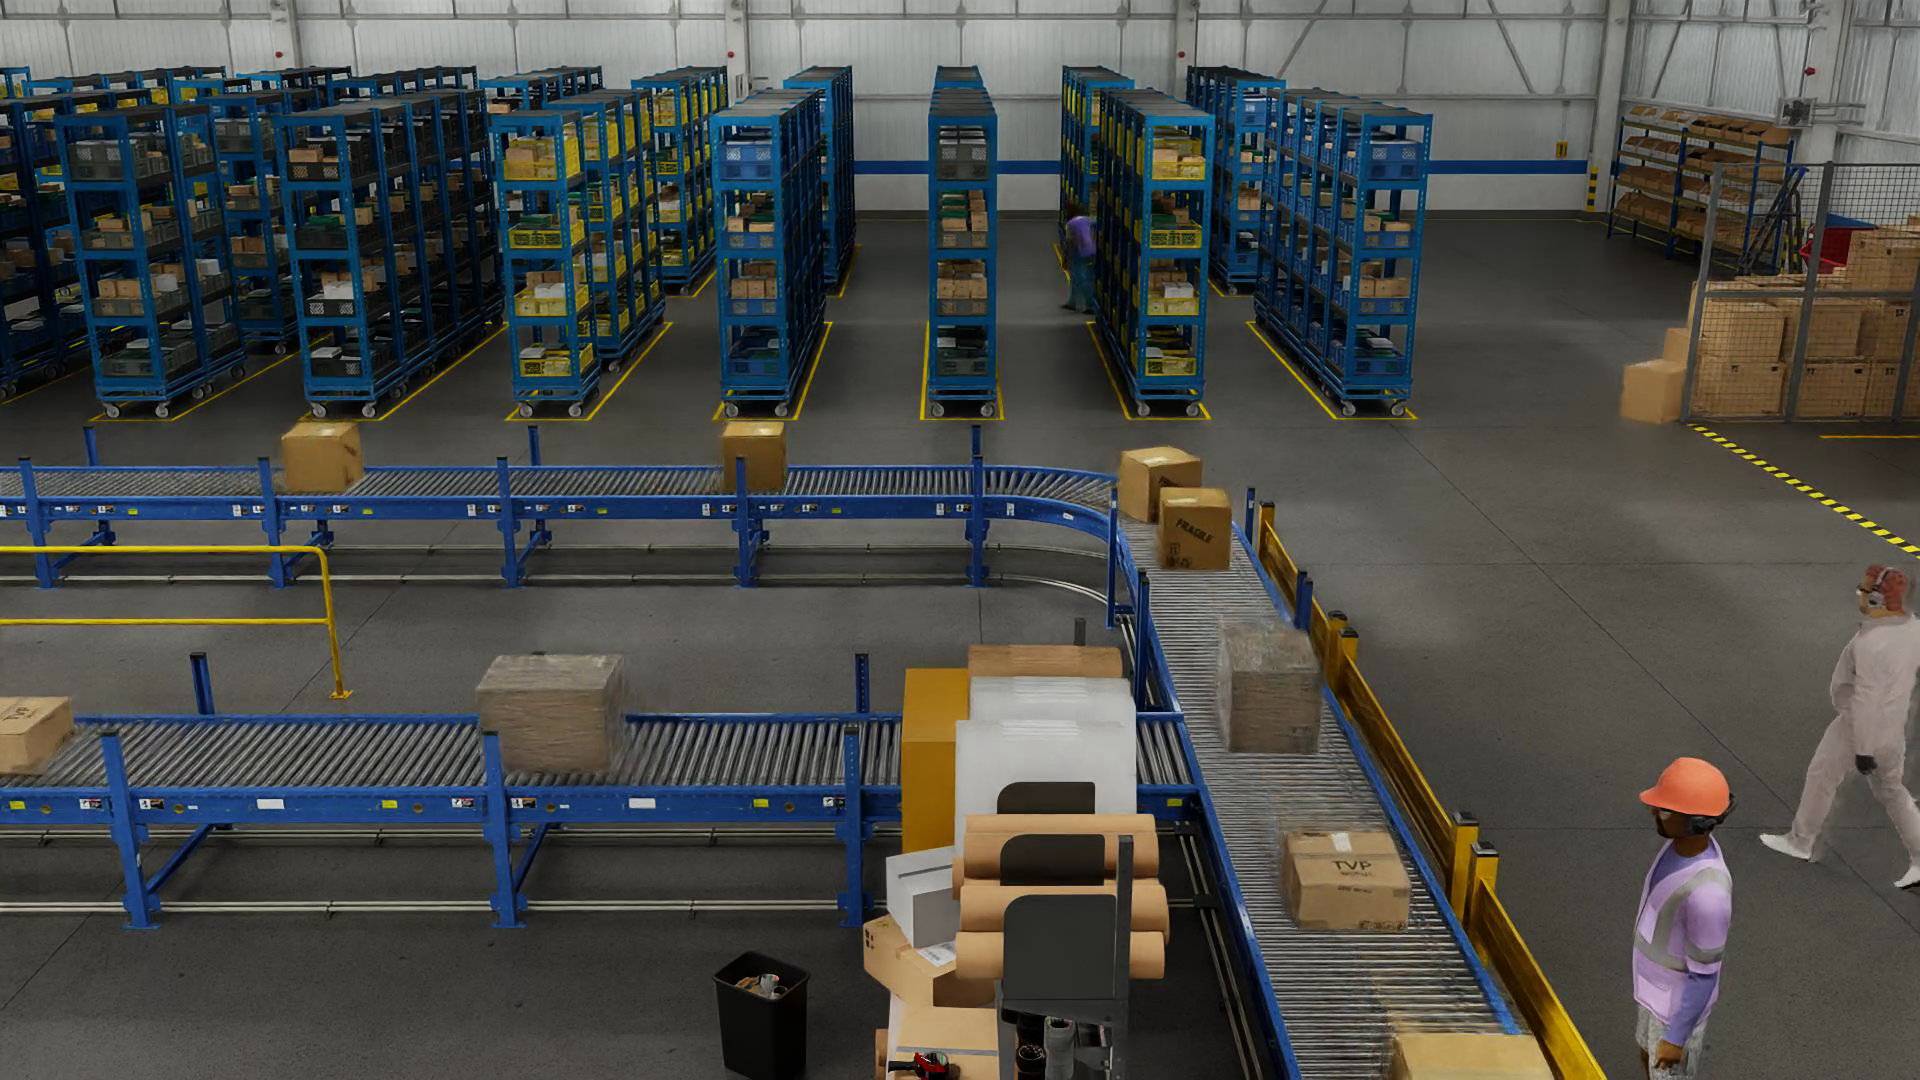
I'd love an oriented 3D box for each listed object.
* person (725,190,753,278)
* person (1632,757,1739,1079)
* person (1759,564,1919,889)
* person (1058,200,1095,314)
[{"bbox_3d":[-3.751,-5.186,28.647,0.601,1.830,0.403,-4,19,-13],"label":"person"},{"bbox_3d":[2.846,1.823,6.720,0.378,2.045,0.605,4,18,11],"label":"person"},{"bbox_3d":[5.187,1.051,9.391,0.637,1.870,0.940,-12,22,-33],"label":"person"},{"bbox_3d":[1.871,-4.534,26.696,0.869,1.796,0.587,10,21,29],"label":"person"}]
